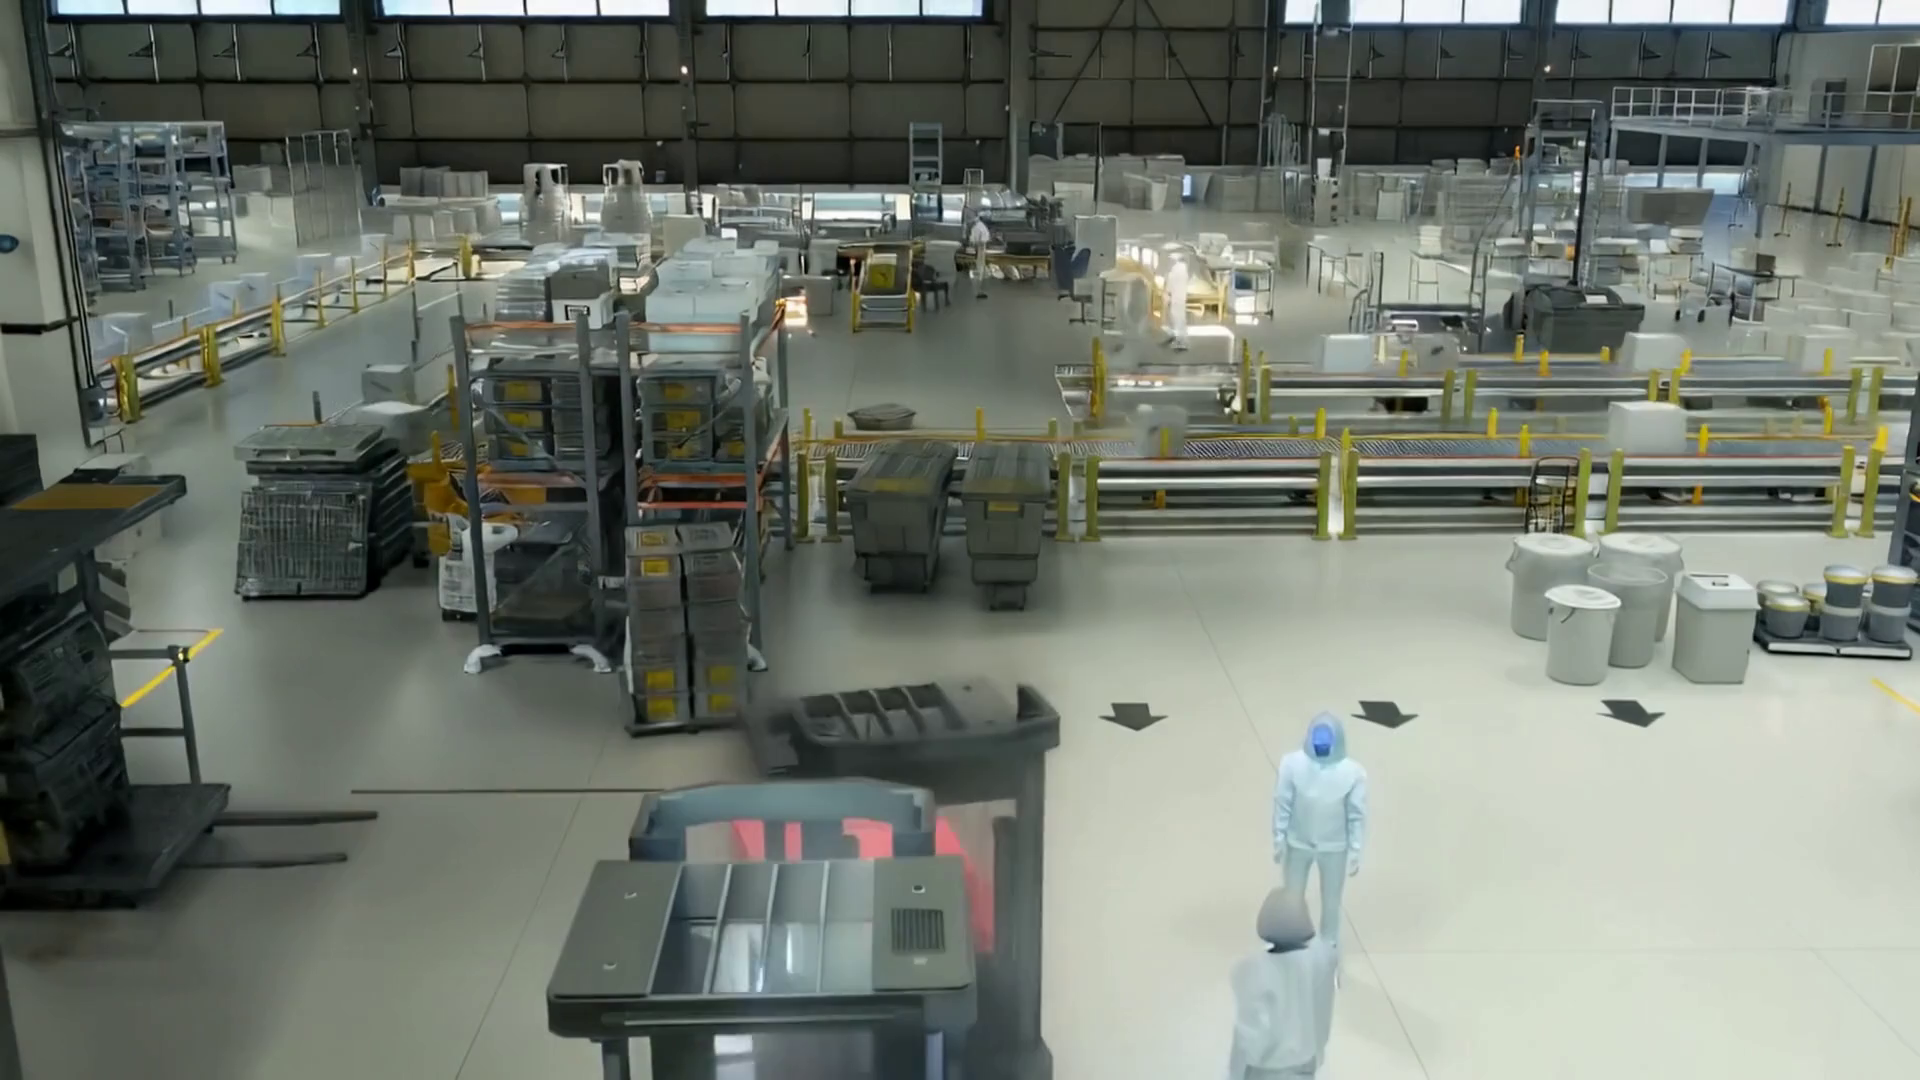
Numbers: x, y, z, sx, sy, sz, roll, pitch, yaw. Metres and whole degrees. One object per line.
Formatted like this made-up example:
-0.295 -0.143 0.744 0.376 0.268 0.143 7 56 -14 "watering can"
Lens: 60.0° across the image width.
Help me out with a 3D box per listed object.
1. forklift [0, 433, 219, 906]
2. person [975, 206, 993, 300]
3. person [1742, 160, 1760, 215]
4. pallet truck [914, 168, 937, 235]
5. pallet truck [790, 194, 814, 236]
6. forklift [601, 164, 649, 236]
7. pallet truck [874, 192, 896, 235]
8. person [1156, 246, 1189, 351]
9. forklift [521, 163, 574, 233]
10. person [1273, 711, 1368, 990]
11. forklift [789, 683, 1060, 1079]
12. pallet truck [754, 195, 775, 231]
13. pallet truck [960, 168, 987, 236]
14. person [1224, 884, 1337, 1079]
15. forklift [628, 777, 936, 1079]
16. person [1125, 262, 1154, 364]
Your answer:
-5.952 0.780 10.366 1.873 2.768 1.129 0 16 -1 "forklift"
0.522 -6.279 36.394 0.393 2.041 0.613 1 16 5 "person"
27.024 -12.034 56.764 0.347 1.843 0.512 -10 19 -31 "person"
-0.989 -10.316 50.507 0.823 1.965 1.885 1 16 3 "pallet truck"
-4.814 -9.883 50.259 0.704 1.261 1.522 -1 16 -3 "pallet truck"
-9.948 -10.127 49.296 1.157 1.987 2.680 -1 16 -3 "forklift"
-2.277 -9.986 50.594 0.653 1.274 1.630 0 16 -1 "pallet truck"
3.835 -4.356 29.989 0.733 1.876 0.677 1 16 3 "person"
-12.233 -10.122 49.298 1.157 1.987 2.680 0 16 -1 "forklift"
1.994 1.726 9.296 0.497 1.633 0.284 5 17 16 "person"
-0.127 1.937 6.342 1.129 2.768 1.873 -4 17 -14 "forklift"
-6.051 -9.967 50.660 0.680 1.201 1.601 0 16 -1 "pallet truck"
0.383 -10.230 50.206 0.823 1.965 1.885 -1 16 -3 "pallet truck"
1.409 2.284 7.356 0.509 1.632 0.269 -6 17 -20 "person"
-0.542 2.165 5.552 1.129 2.768 1.873 -1 16 -2 "forklift"
3.030 -3.801 28.210 0.489 1.806 0.607 0 16 1 "person"
